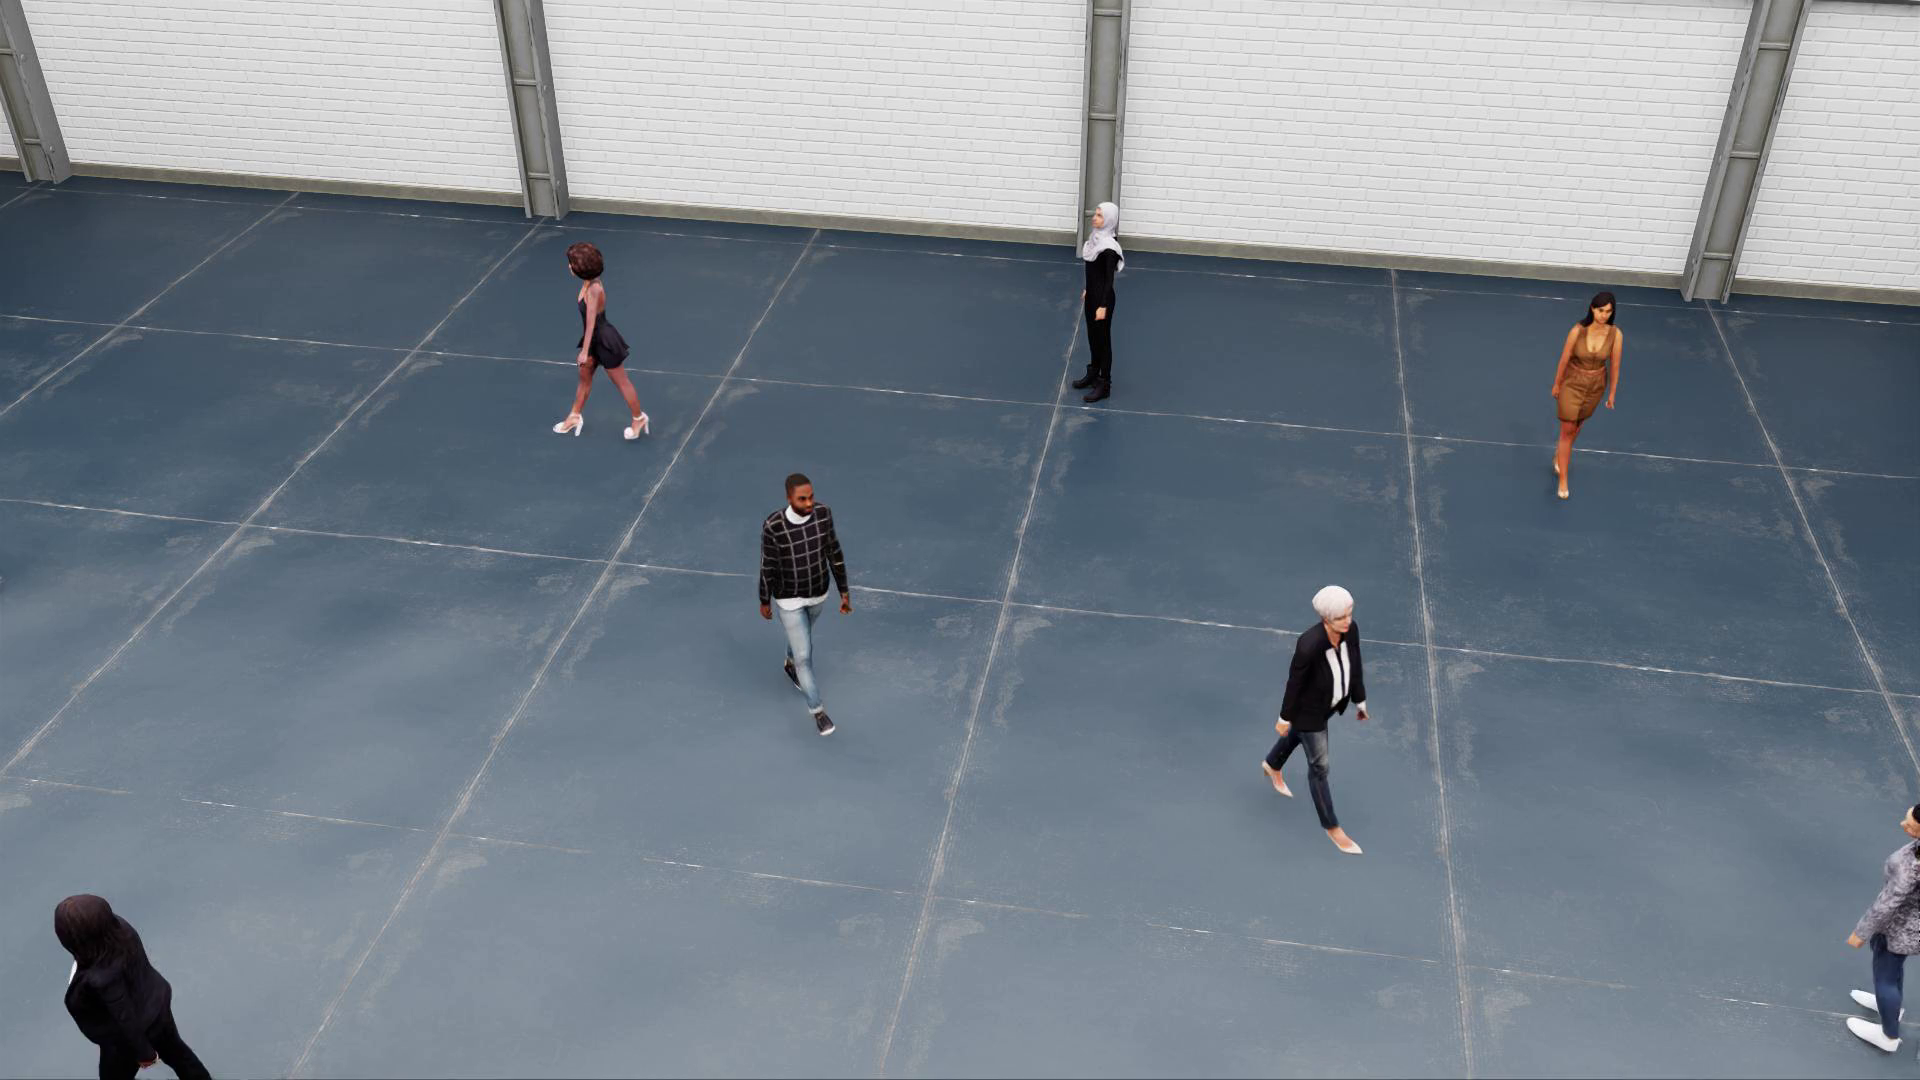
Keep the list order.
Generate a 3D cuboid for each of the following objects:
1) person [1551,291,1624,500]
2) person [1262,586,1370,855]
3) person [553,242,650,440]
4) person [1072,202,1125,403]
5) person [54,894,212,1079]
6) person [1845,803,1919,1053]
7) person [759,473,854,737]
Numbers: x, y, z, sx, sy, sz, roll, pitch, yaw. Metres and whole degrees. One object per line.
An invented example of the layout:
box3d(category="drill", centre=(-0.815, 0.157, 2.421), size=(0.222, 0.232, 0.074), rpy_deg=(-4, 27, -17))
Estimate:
box3d(category="person", centre=(4.883, -1.216, 13.097), size=(0.901, 1.660, 0.690), rpy_deg=(3, 34, 5))
box3d(category="person", centre=(2.022, 0.901, 9.694), size=(1.195, 1.750, 1.183), rpy_deg=(-22, 40, -30))
box3d(category="person", centre=(-2.824, -1.587, 13.571), size=(1.081, 1.754, 0.892), rpy_deg=(-12, 36, -18))
box3d(category="person", centre=(1.198, -2.047, 14.240), size=(0.680, 1.779, 0.682), rpy_deg=(-9, 35, -14))
box3d(category="person", centre=(-3.847, 2.263, 7.926), size=(1.054, 1.591, 0.923), rpy_deg=(-12, 35, -18))
box3d(category="person", centre=(4.773, 1.943, 8.318), size=(0.758, 1.689, 0.817), rpy_deg=(-13, 36, -18))
box3d(category="person", centre=(-1.060, 0.303, 10.713), size=(1.207, 1.769, 1.237), rpy_deg=(-18, 38, -25))
